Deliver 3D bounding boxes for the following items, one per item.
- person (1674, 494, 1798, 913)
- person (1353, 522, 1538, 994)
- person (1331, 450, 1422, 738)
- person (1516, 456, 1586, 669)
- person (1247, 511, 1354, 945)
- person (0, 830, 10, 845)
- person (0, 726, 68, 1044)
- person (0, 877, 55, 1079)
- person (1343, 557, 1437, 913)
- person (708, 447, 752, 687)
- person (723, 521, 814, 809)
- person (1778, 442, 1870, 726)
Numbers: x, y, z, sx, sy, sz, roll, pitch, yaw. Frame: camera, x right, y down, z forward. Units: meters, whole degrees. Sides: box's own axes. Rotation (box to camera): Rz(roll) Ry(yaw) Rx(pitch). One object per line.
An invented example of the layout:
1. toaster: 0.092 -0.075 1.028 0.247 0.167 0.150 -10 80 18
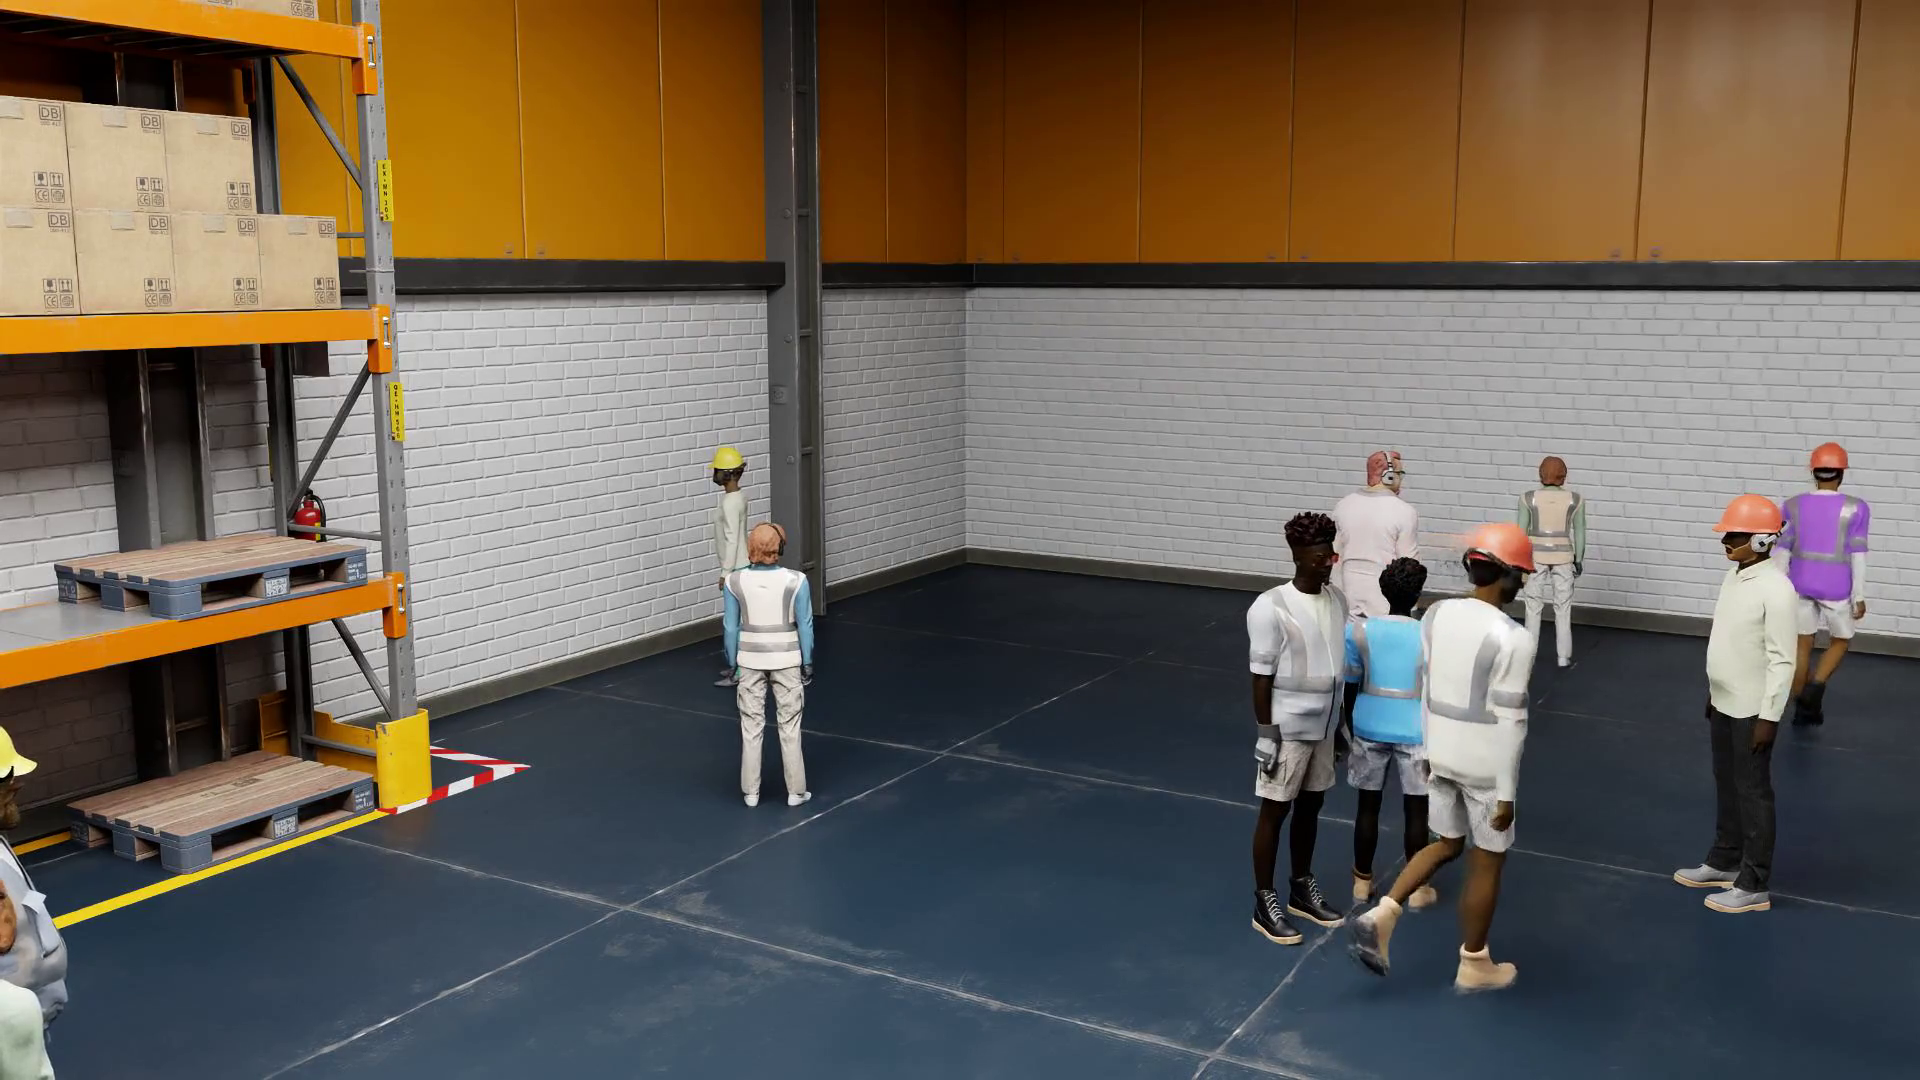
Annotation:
1. person: 3.736 0.771 7.950 0.381 1.993 0.622 0 9 1
2. person: 2.044 0.930 6.894 0.716 2.013 0.638 -4 10 -25
3. person: 2.697 0.373 10.723 0.400 1.905 0.643 -7 12 -38
4. person: 4.525 0.175 12.784 0.523 1.636 0.310 2 9 12
5. person: 1.568 0.839 7.613 0.603 1.966 0.367 -7 12 -38
6. person: -3.286 1.242 5.251 0.598 1.917 0.378 1 9 4
7. person: -2.717 1.378 4.666 0.404 1.832 0.595 -5 10 -29
8. person: -2.399 1.571 4.085 0.501 1.633 0.282 2 9 15
9. person: 2.080 0.922 7.934 0.540 1.695 0.317 4 10 25
10. person: -1.685 0.196 12.250 0.315 1.769 0.523 0 9 1
11. person: -1.077 0.714 9.409 0.512 1.642 0.311 0 9 3
12. person: 5.710 0.311 11.053 0.497 1.918 0.568 -9 12 -43
